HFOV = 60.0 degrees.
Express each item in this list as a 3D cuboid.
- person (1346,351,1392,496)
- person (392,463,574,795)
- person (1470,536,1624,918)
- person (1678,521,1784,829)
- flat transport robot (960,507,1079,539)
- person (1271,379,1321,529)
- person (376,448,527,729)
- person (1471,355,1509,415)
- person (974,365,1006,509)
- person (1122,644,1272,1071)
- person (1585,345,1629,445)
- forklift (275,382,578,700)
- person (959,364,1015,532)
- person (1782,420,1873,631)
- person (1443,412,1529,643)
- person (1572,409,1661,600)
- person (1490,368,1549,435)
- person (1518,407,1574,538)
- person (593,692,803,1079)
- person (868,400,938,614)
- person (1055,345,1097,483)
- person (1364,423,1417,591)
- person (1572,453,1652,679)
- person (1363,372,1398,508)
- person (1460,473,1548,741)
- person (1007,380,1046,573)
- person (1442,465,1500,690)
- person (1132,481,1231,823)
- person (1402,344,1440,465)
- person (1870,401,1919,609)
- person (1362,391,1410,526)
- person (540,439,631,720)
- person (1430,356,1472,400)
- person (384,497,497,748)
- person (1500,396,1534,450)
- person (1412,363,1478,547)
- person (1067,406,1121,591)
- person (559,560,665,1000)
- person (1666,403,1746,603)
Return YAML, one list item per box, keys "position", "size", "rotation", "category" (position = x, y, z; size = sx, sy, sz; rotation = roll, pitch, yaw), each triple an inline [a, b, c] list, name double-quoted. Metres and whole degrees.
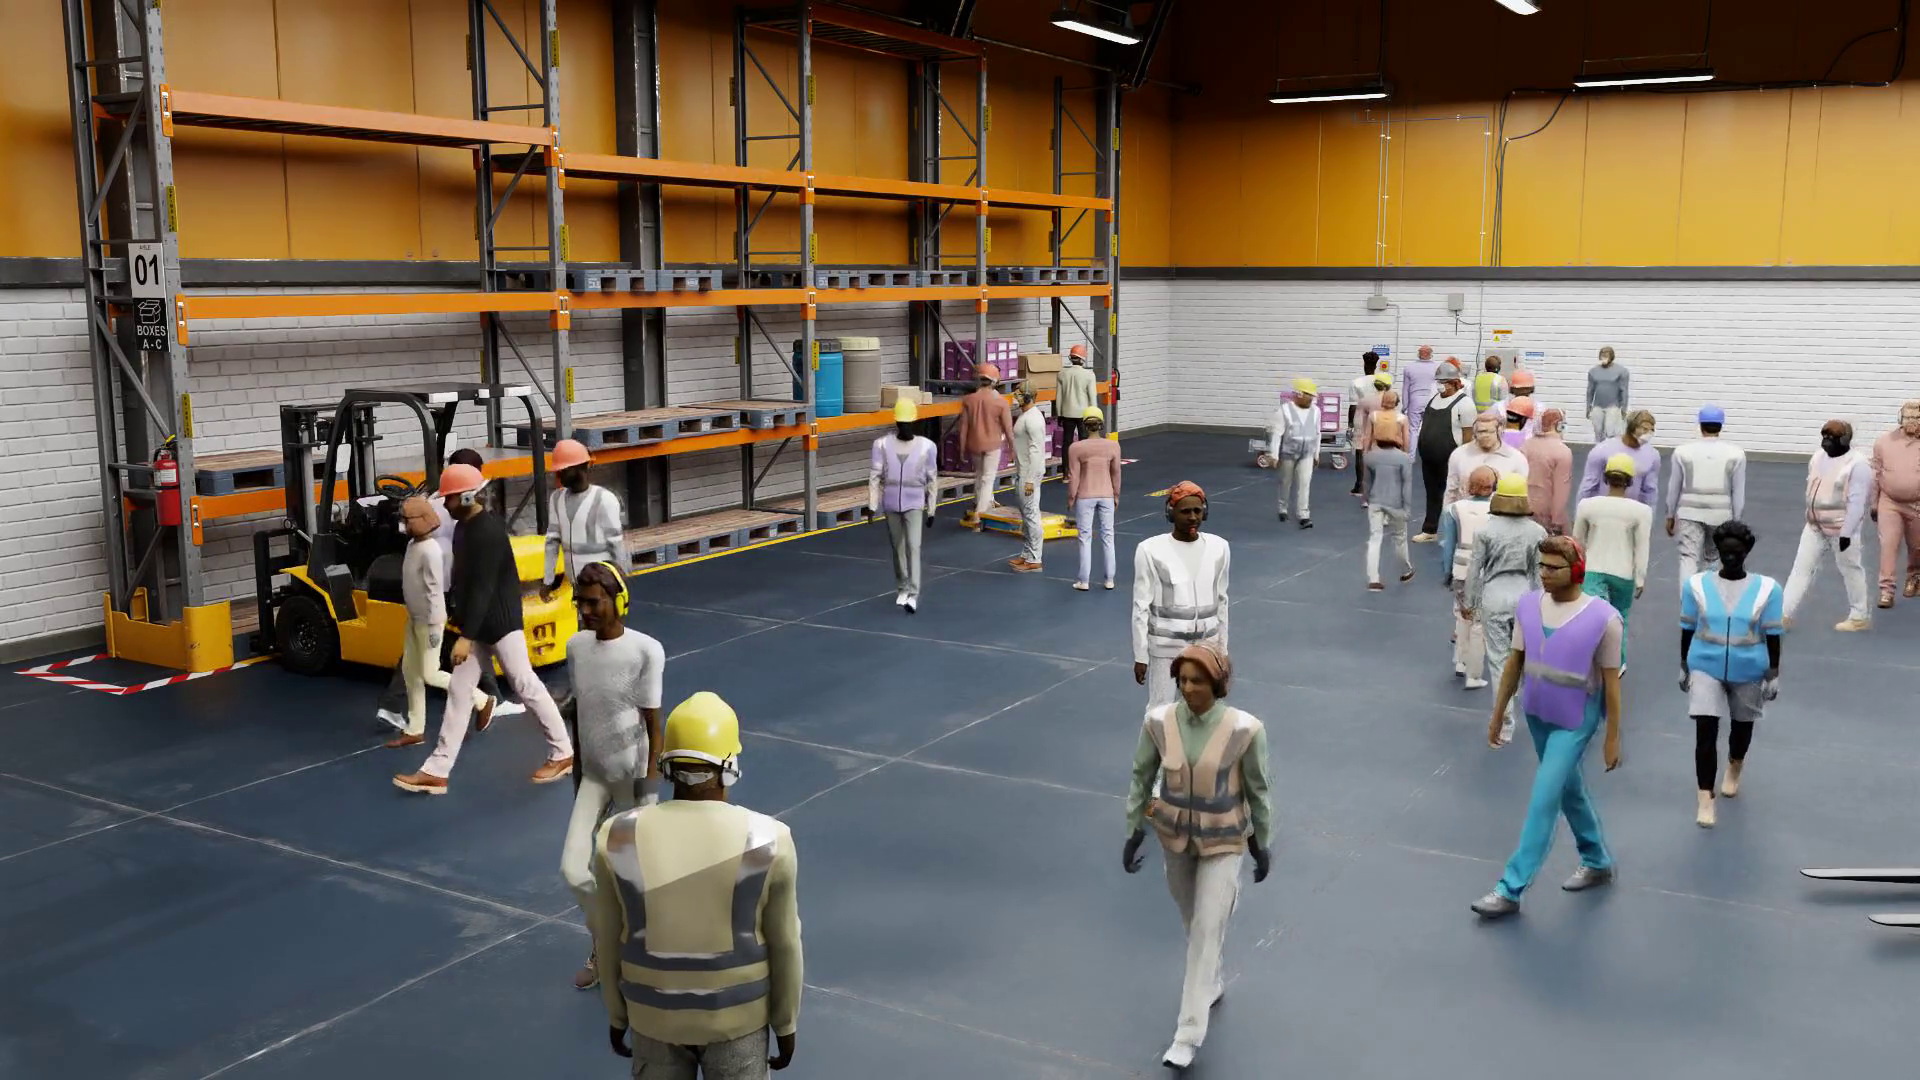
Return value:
- position: [5.520, -1.566, 22.481]
  size: [0.612, 1.963, 0.361]
  rotation: [-1, 9, -6]
  category: "person"
- position: [-2.754, 0.513, 9.678]
  size: [1.079, 1.923, 0.618]
  rotation: [-6, 11, -34]
  category: "person"
- position: [2.819, 0.860, 7.889]
  size: [0.990, 1.792, 0.590]
  rotation: [-5, 10, -27]
  category: "person"
- position: [4.266, 0.703, 9.242]
  size: [0.532, 1.665, 0.793]
  rotation: [4, 10, 25]
  category: "person"
- position: [0.685, -0.212, 19.305]
  size: [0.652, 0.197, 1.431]
  rotation: [-7, 11, -37]
  category: "flat transport robot"
- position: [3.999, -1.028, 19.775]
  size: [0.639, 1.758, 0.977]
  rotation: [-1, 9, -7]
  category: "person"
- position: [-3.427, 0.326, 11.018]
  size: [1.009, 1.865, 0.625]
  rotation: [-9, 13, -44]
  category: "person"
- position: [7.608, -1.718, 23.805]
  size: [0.429, 1.846, 0.633]
  rotation: [-5, 11, -30]
  category: "person"
- position: [0.368, -1.297, 21.157]
  size: [0.334, 1.857, 0.509]
  rotation: [6, 11, 31]
  category: "person"
- position: [0.901, 1.190, 6.440]
  size: [0.550, 1.589, 0.856]
  rotation: [5, 10, 29]
  category: "person"
- position: [9.804, -1.988, 25.240]
  size: [0.455, 1.926, 0.630]
  rotation: [-8, 12, -40]
  category: "person"
- position: [-3.974, -0.067, 12.417]
  size: [2.313, 2.155, 1.214]
  rotation: [5, 11, 30]
  category: "forklift"
- position: [0.361, -1.101, 19.662]
  size: [0.657, 1.937, 1.014]
  rotation: [5, 10, 27]
  category: "person"
- position: [7.240, -0.105, 13.901]
  size: [0.965, 1.788, 0.661]
  rotation: [-3, 9, -15]
  category: "person"
- position: [4.269, -0.095, 13.541]
  size: [0.676, 1.879, 0.679]
  rotation: [4, 10, 22]
  category: "person"
- position: [5.485, -0.152, 13.898]
  size: [0.655, 1.892, 0.563]
  rotation: [-3, 10, -17]
  category: "person"
- position: [5.884, -0.803, 17.562]
  size: [0.626, 2.023, 0.574]
  rotation: [2, 9, 14]
  category: "person"
- position: [5.110, -0.244, 14.626]
  size: [1.017, 1.852, 0.648]
  rotation: [-4, 10, -25]
  category: "person"
- position: [-0.742, 1.341, 4.788]
  size: [0.590, 1.826, 0.403]
  rotation: [0, 9, -1]
  category: "person"
- position: [-0.514, -0.297, 14.819]
  size: [0.597, 1.881, 0.912]
  rotation: [1, 9, 9]
  category: "person"
- position: [1.676, -1.803, 23.873]
  size: [0.614, 1.993, 0.395]
  rotation: [4, 10, 25]
  category: "person"
- position: [4.111, -0.325, 15.889]
  size: [0.515, 1.579, 0.871]
  rotation: [6, 11, 35]
  category: "person"
- position: [4.687, 0.234, 12.016]
  size: [0.535, 1.719, 0.903]
  rotation: [4, 10, 24]
  category: "person"
- position: [5.433, -1.279, 21.365]
  size: [0.717, 1.740, 0.544]
  rotation: [-9, 13, -43]
  category: "person"
- position: [3.538, 0.414, 10.907]
  size: [0.494, 1.717, 0.744]
  rotation: [-1, 9, -6]
  category: "person"
- position: [0.680, -0.642, 16.799]
  size: [0.358, 1.938, 0.636]
  rotation: [-1, 9, -5]
  category: "person"
- position: [3.804, 0.271, 12.104]
  size: [0.535, 1.623, 0.538]
  rotation: [9, 13, 43]
  category: "person"
- position: [1.221, 0.611, 9.148]
  size: [0.584, 1.882, 0.339]
  rotation: [-3, 10, -19]
  category: "person"
- position: [7.258, -2.113, 26.087]
  size: [0.647, 1.906, 0.406]
  rotation: [2, 9, 12]
  category: "person"
- position: [8.653, -0.347, 15.180]
  size: [0.647, 1.871, 0.949]
  rotation: [7, 11, 36]
  category: "person"
- position: [5.152, -0.992, 20.034]
  size: [0.535, 1.595, 0.832]
  rotation: [5, 10, 28]
  category: "person"
- position: [-2.602, 0.268, 11.265]
  size: [0.548, 1.884, 0.987]
  rotation: [6, 11, 33]
  category: "person"
- position: [6.802, -1.631, 23.196]
  size: [0.593, 1.861, 0.751]
  rotation: [1, 9, 5]
  category: "person"
- position: [-3.347, 0.516, 10.589]
  size: [0.630, 1.615, 0.503]
  rotation: [-6, 11, -33]
  category: "person"
- position: [5.005, -0.365, 15.194]
  size: [0.557, 1.899, 0.592]
  rotation: [6, 11, 32]
  category: "person"
- position: [5.325, -0.946, 18.379]
  size: [0.537, 2.000, 0.679]
  rotation: [-5, 10, -29]
  category: "person"
- position: [1.268, -0.389, 15.786]
  size: [0.523, 1.760, 0.328]
  rotation: [-2, 9, -11]
  category: "person"
- position: [-1.427, 0.998, 6.857]
  size: [0.511, 1.855, 0.415]
  rotation: [4, 10, 21]
  category: "person"
- position: [6.359, -0.208, 14.212]
  size: [0.614, 1.913, 0.878]
  rotation: [4, 10, 22]
  category: "person"
